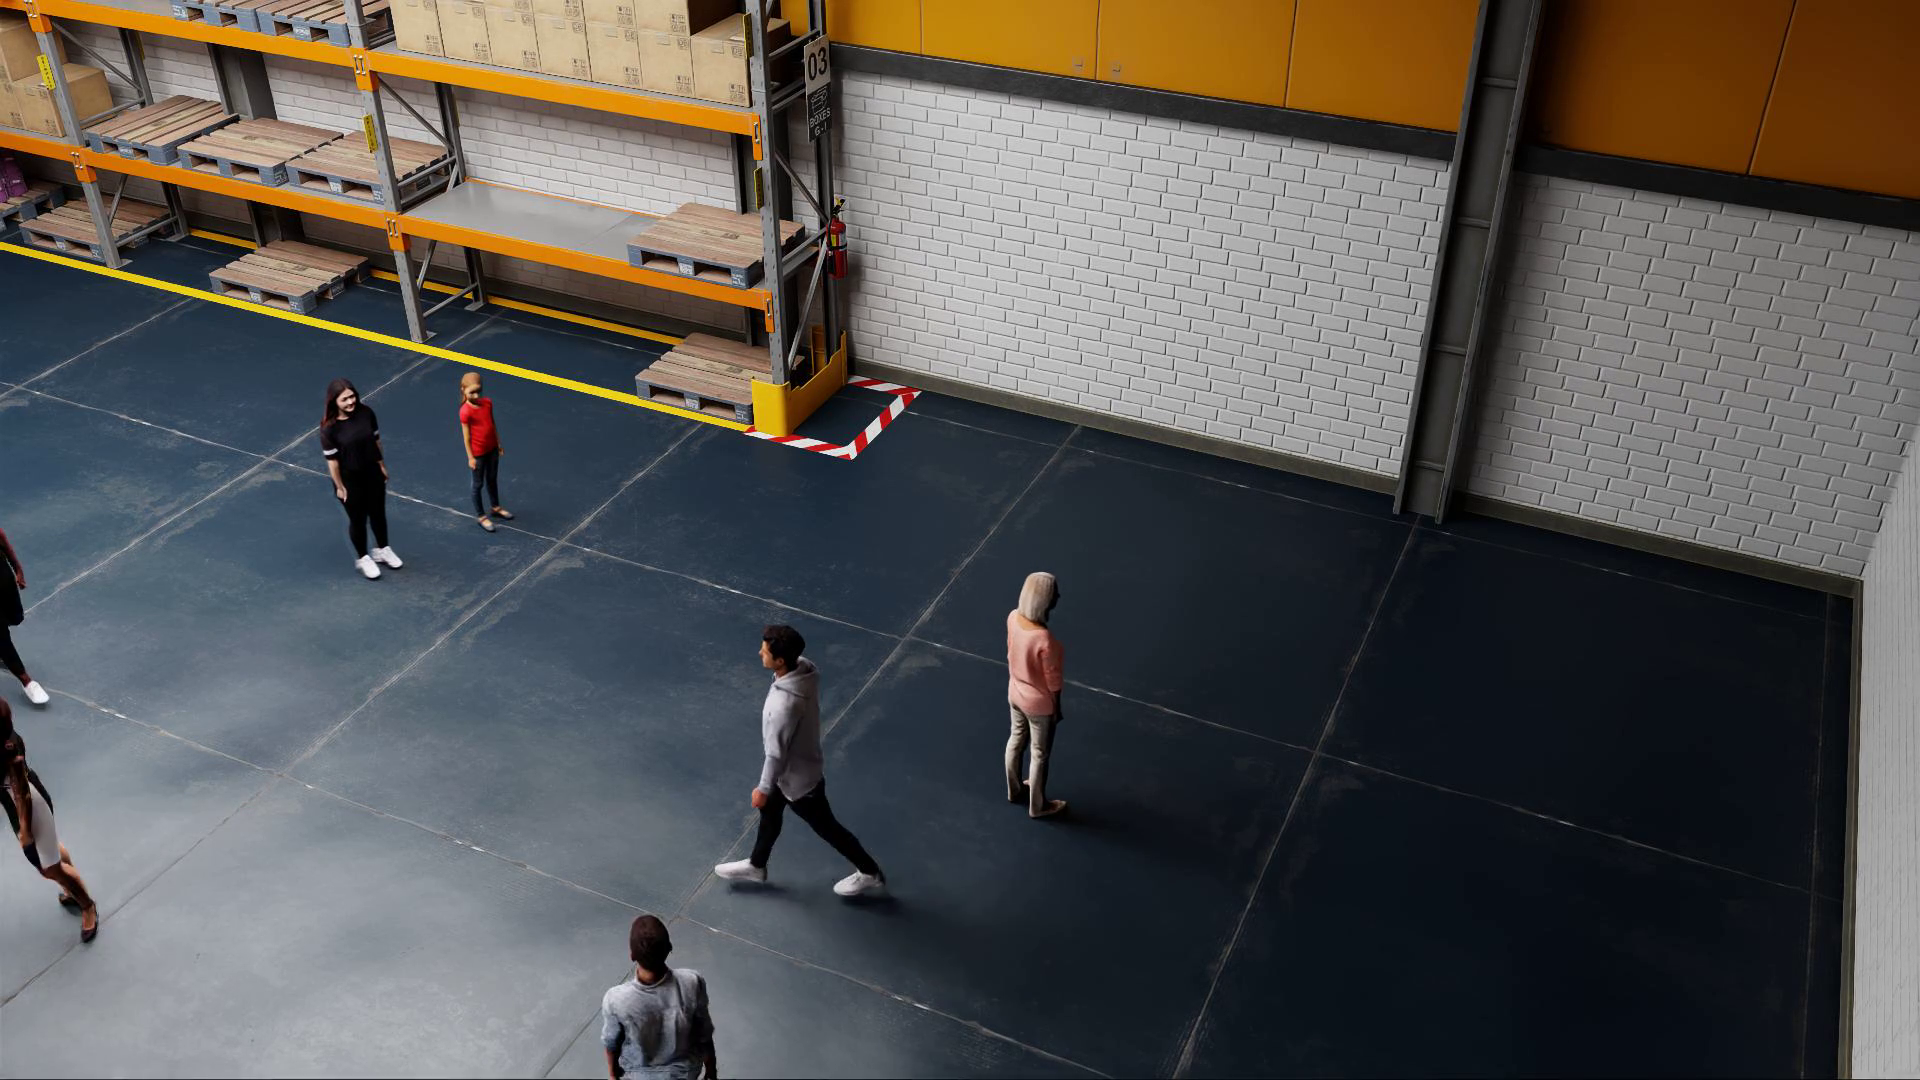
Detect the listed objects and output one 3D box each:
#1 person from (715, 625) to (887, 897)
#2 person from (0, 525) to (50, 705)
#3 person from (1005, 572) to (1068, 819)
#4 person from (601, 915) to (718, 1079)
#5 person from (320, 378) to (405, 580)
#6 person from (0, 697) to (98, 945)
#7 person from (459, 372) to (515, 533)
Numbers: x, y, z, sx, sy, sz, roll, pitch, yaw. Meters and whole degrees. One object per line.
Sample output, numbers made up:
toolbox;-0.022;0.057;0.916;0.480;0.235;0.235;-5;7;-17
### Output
person;-0.819;1.303;9.343;1.333;1.882;1.087;-2;34;-3
person;-6.525;0.263;11.065;1.110;1.708;0.758;22;40;30
person;0.439;0.933;10.043;0.738;1.724;0.619;-22;39;-29
person;-1.336;2.517;7.586;1.220;1.806;1.275;-11;35;-16
person;-4.419;-0.477;12.243;0.661;1.637;0.659;24;40;32
person;-5.163;1.455;9.218;0.809;1.768;0.606;-17;37;-24
person;-3.713;-0.713;12.893;0.505;1.310;0.498;20;38;27
